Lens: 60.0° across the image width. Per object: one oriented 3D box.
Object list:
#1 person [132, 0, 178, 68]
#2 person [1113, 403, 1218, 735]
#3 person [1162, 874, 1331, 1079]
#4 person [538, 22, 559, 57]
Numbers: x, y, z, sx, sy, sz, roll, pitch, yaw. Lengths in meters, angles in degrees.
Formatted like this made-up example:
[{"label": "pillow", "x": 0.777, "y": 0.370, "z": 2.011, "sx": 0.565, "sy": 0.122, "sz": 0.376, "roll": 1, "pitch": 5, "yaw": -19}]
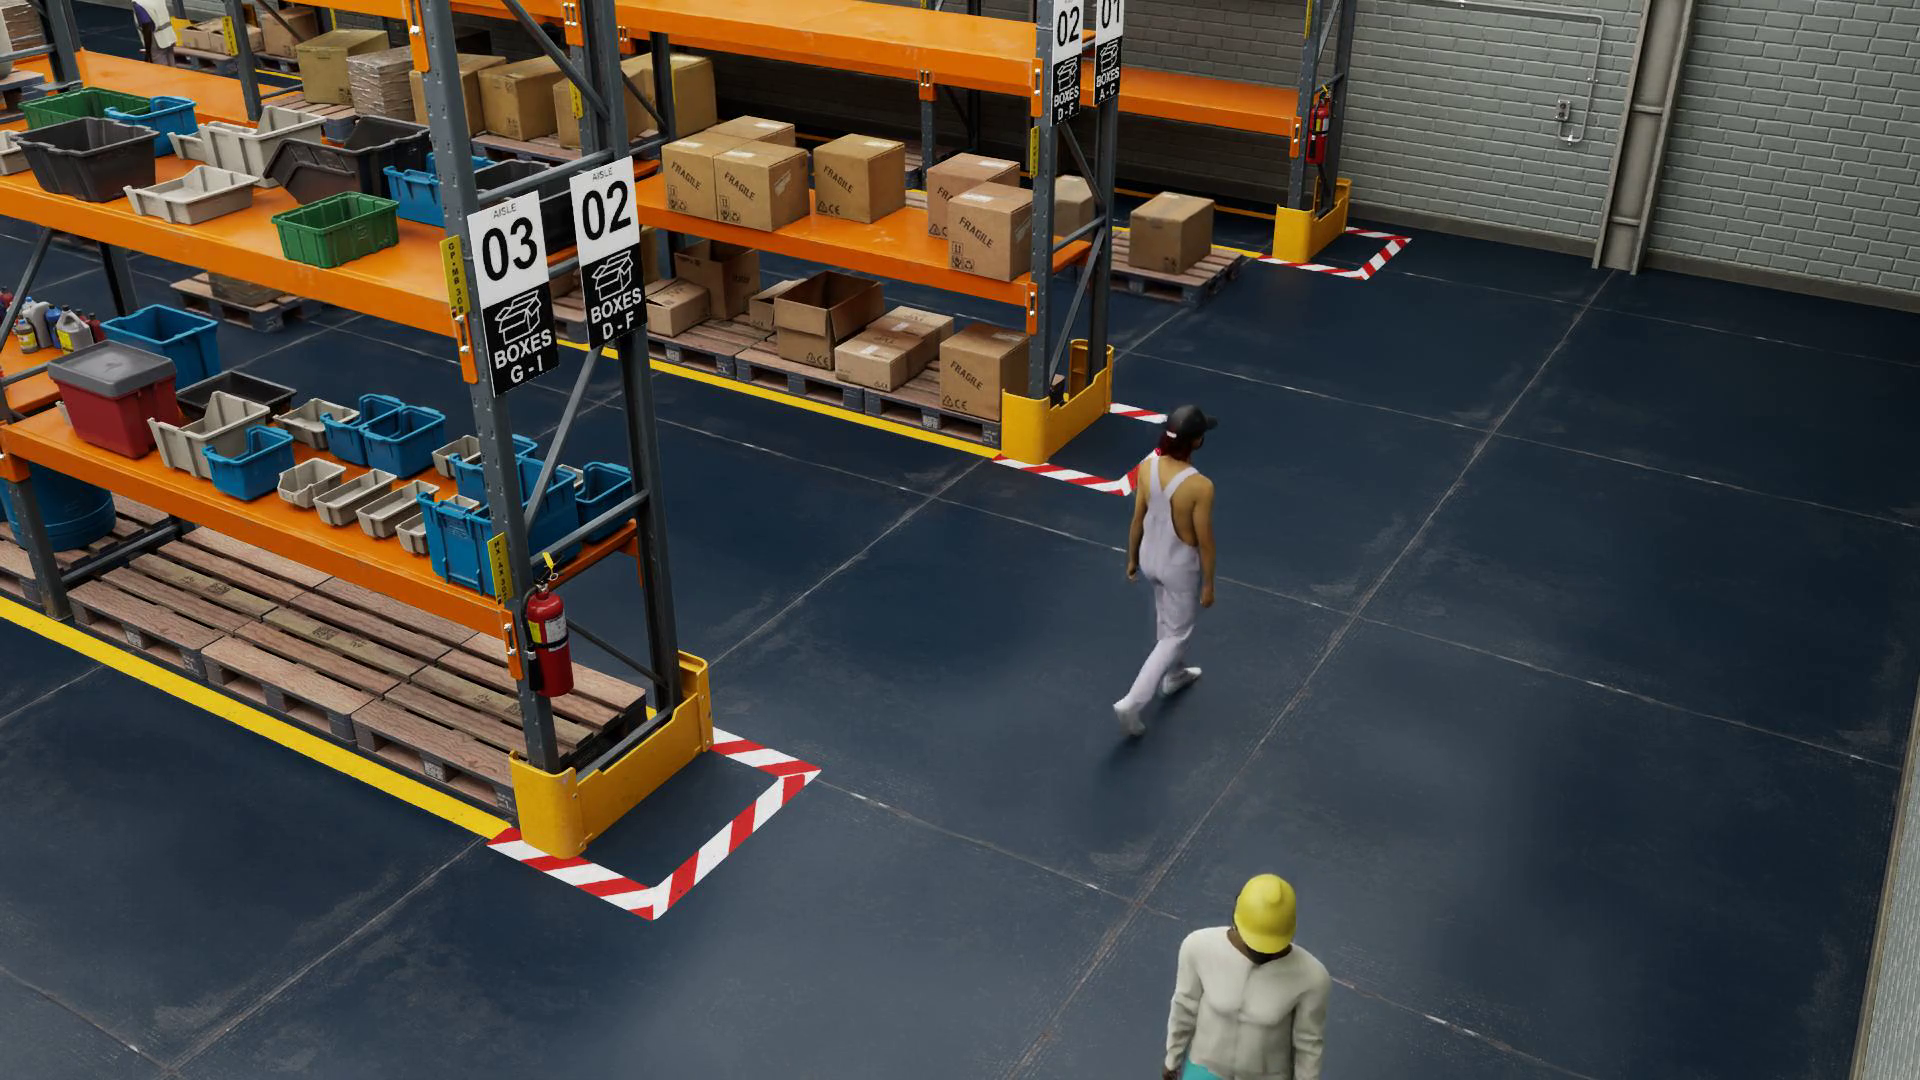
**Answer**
[{"label": "person", "x": -9.265, "y": -5.700, "z": 19.241, "sx": 0.393, "sy": 1.846, "sz": 0.562, "roll": 1, "pitch": 29, "yaw": 2}, {"label": "person", "x": 1.092, "y": 0.146, "z": 8.765, "sx": 0.823, "sy": 1.837, "sz": 0.516, "roll": -26, "pitch": 38, "yaw": -38}, {"label": "person", "x": 0.981, "y": 1.845, "z": 5.785, "sx": 0.548, "sy": 1.753, "sz": 0.389, "roll": 8, "pitch": 30, "yaw": 15}, {"label": "person", "x": -4.165, "y": -4.506, "z": 17.246, "sx": 0.317, "sy": 1.698, "sz": 0.539, "roll": -10, "pitch": 31, "yaw": -17}]
